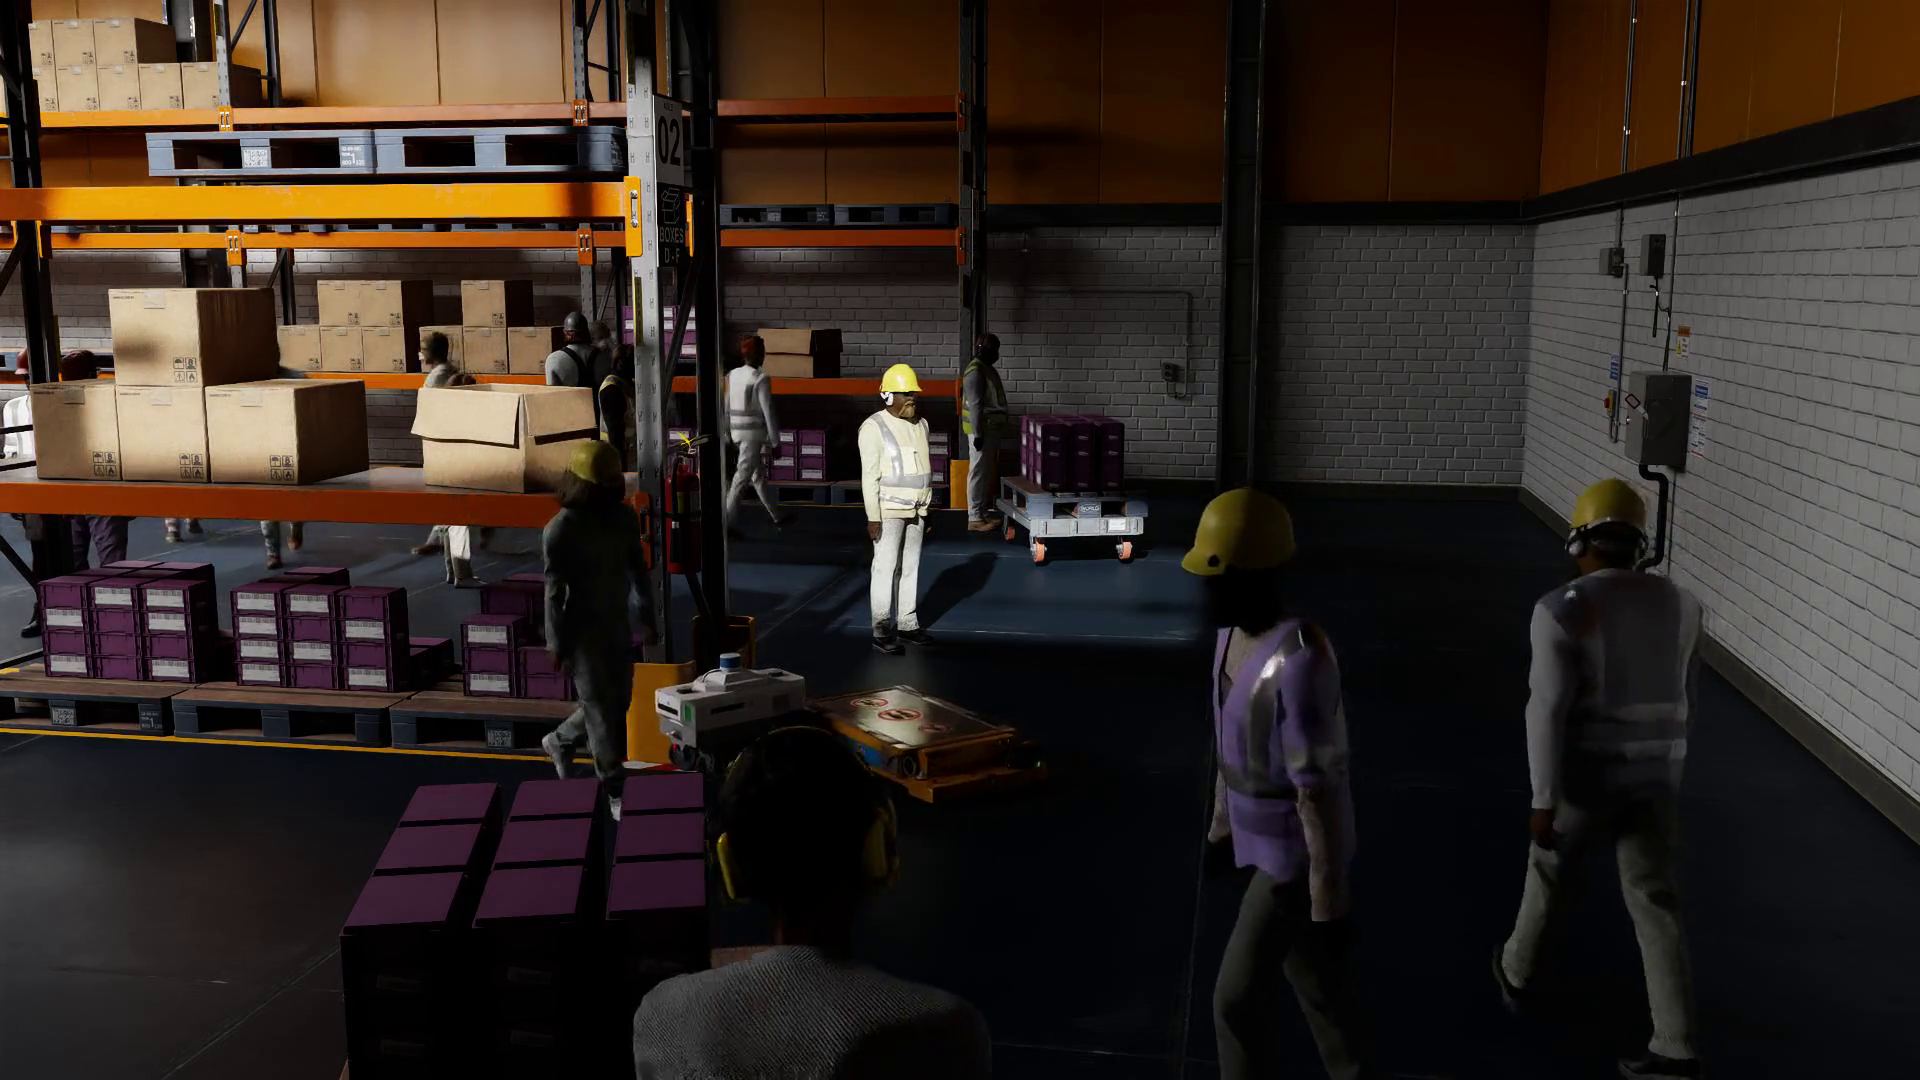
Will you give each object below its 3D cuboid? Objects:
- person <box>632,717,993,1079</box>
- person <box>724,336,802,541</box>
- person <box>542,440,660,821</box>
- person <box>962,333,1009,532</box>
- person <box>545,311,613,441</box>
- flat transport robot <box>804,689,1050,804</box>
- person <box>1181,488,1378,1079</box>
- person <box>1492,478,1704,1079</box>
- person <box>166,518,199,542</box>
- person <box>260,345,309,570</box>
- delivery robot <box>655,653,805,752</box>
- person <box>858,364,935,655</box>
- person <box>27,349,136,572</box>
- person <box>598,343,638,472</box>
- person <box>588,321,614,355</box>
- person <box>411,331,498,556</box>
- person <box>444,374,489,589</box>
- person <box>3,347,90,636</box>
[{"bbox_3d":[-0.177,1.161,2.113,0.551,1.837,0.515,3,10,17],"label":"person"},{"bbox_3d":[-1.827,-0.924,15.046,0.996,1.828,0.603,-8,12,-41],"label":"person"},{"bbox_3d":[-1.649,0.387,7.314,0.692,1.701,0.557,7,12,38],"label":"person"},{"bbox_3d":[0.241,-1.008,15.563,0.429,1.839,0.633,2,9,13],"label":"person"},{"bbox_3d":[-3.648,-1.161,15.886,0.684,2.000,0.535,-6,11,-33],"label":"person"},{"bbox_3d":[-0.244,0.967,8.162,0.652,0.197,1.431,-6,11,-33],"label":"flat transport robot"},{"bbox_3d":[0.865,0.790,4.303,0.688,1.879,0.613,-1,9,-6],"label":"person"},{"bbox_3d":[1.971,0.712,5.078,0.624,1.772,0.953,-2,9,-11],"label":"person"},{"bbox_3d":[-7.177,-0.987,15.113,0.615,1.945,0.989,-5,10,-28],"label":"person"},{"bbox_3d":[-5.643,-0.748,13.737,0.623,1.911,0.804,-3,10,-16],"label":"person"},{"bbox_3d":[-1.113,0.793,8.073,0.707,0.478,0.477,-7,12,-39],"label":"delivery robot"},{"bbox_3d":[-0.378,-0.202,10.578,0.404,1.831,0.600,7,12,37],"label":"person"},{"bbox_3d":[-5.706,-0.294,10.920,0.637,1.911,0.403,0,9,0],"label":"person"},{"bbox_3d":[-2.675,-0.663,13.423,0.429,1.842,0.626,0,9,1],"label":"person"},{"bbox_3d":[-3.615,-1.247,16.840,0.364,1.913,0.676,6,11,31],"label":"person"},{"bbox_3d":[-4.309,-0.804,14.053,0.675,1.918,0.639,-1,9,-8],"label":"person"},{"bbox_3d":[-3.827,-0.451,12.730,0.315,1.638,0.515,-4,10,-26],"label":"person"},{"bbox_3d":[-6.007,-0.320,10.989,0.548,1.936,0.378,-1,9,-8],"label":"person"}]
